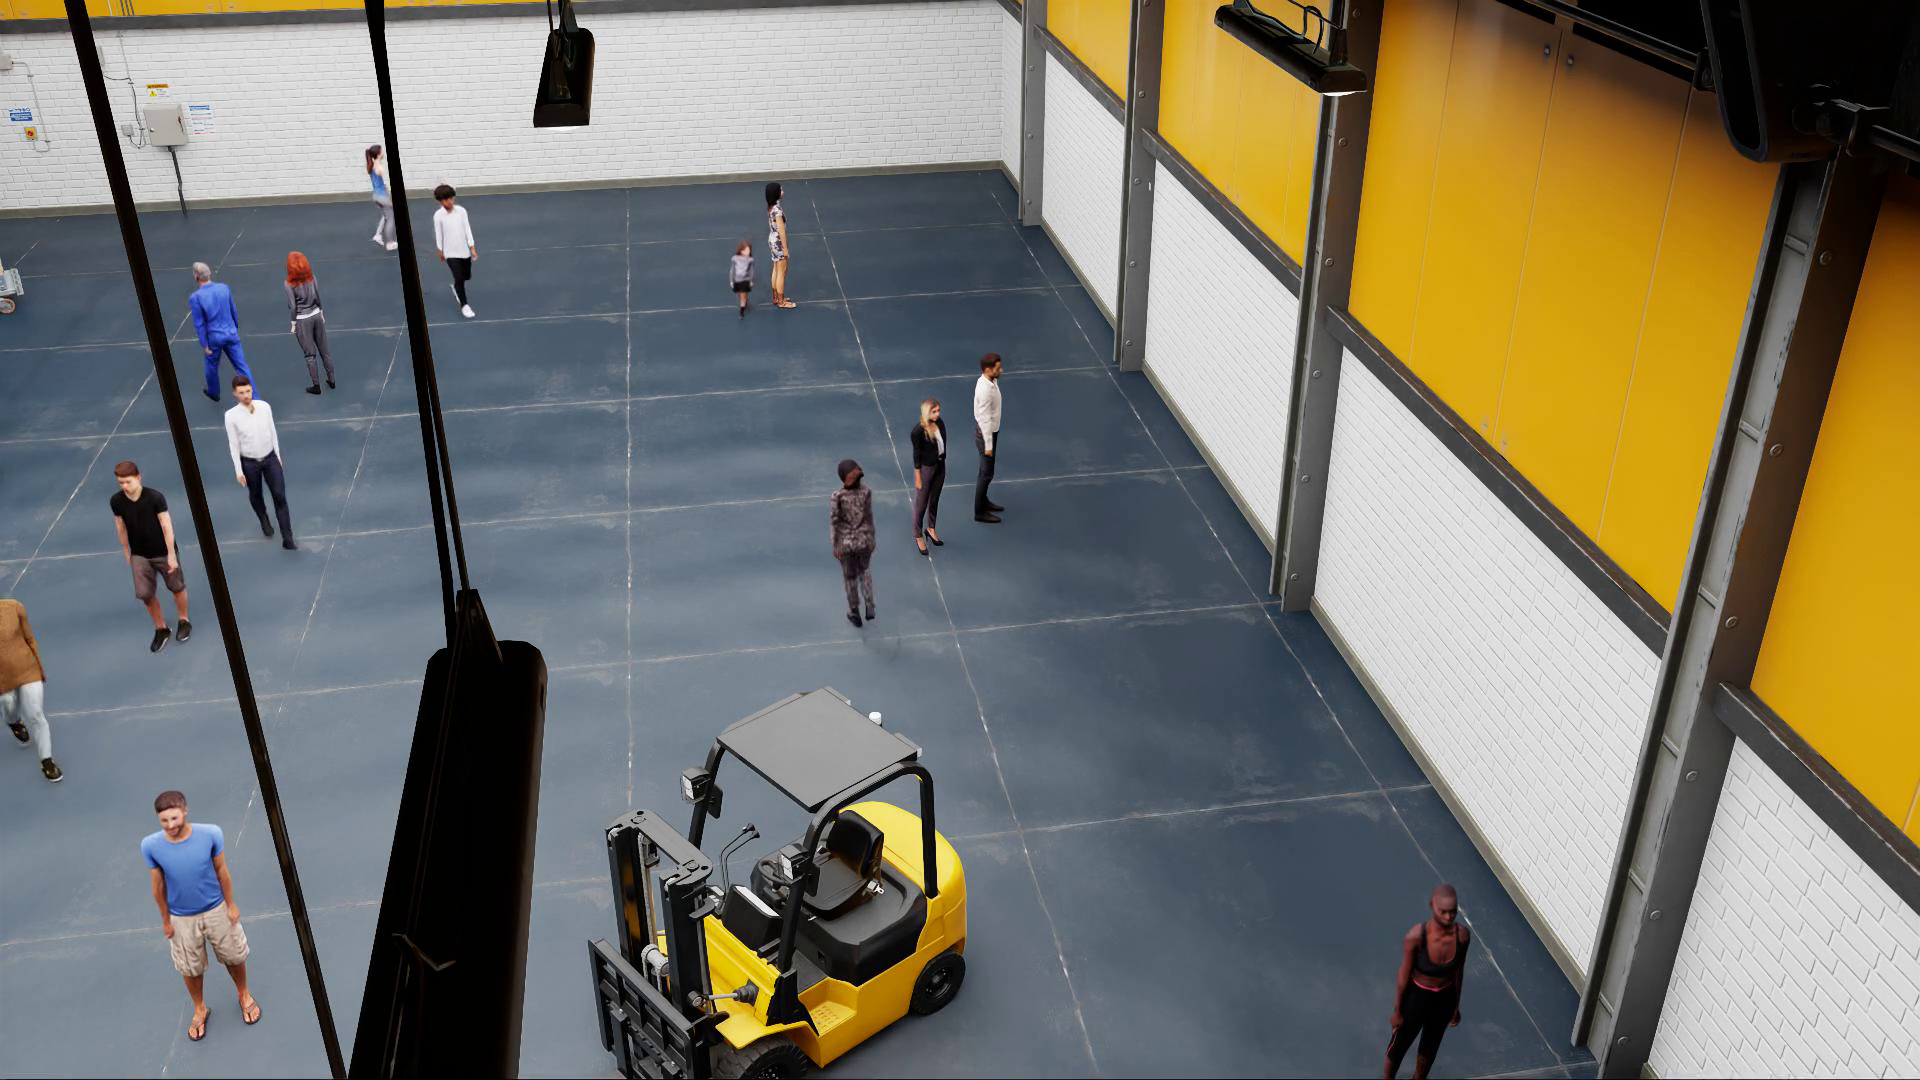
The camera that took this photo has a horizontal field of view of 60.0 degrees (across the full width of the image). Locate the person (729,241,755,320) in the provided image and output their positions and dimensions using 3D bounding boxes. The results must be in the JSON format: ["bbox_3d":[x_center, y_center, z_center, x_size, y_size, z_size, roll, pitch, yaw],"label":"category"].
[{"bbox_3d":[-2.960,-3.562,22.576,0.567,1.082,0.751,2,29,3],"label":"person"}]

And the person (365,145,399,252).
[{"bbox_3d":[-8.678,-5.088,24.835,0.741,1.598,0.800,21,35,34],"label":"person"}]

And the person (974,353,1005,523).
[{"bbox_3d":[0.267,-1.068,17.186,0.779,1.866,0.570,2,29,3],"label":"person"}]

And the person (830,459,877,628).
[{"bbox_3d":[-0.939,0.074,15.264,0.671,1.700,0.766,-12,31,-21],"label":"person"}]

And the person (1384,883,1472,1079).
[{"bbox_3d":[2.859,2.808,10.193,0.589,1.758,0.518,-4,29,-8],"label":"person"}]

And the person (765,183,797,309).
[{"bbox_3d":[-2.486,-4.041,22.775,0.695,1.733,0.535,-11,31,-20],"label":"person"}]

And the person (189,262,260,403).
[{"bbox_3d":[-8.662,-2.353,19.634,1.321,1.777,1.181,25,37,37],"label":"person"}]

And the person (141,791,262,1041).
[{"bbox_3d":[-4.971,2.392,10.846,0.705,1.863,0.648,-11,31,-20],"label":"person"}]

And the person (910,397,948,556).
[{"bbox_3d":[-0.319,-0.662,16.649,0.725,1.666,0.678,21,35,33],"label":"person"}]

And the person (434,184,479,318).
[{"bbox_3d":[-6.854,-3.956,22.559,0.947,1.789,1.150,-20,35,-33],"label":"person"}]

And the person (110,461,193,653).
[{"bbox_3d":[-7.301,0.060,15.141,0.685,1.843,0.715,-5,29,-9],"label":"person"}]

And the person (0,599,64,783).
[{"bbox_3d":[-7.641,1.054,13.372,1.011,1.792,1.207,-23,36,-36],"label":"person"}]

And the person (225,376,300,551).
[{"bbox_3d":[-7.097,-0.809,16.760,1.014,1.819,1.313,-19,34,-31],"label":"person"}]

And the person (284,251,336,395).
[{"bbox_3d":[-7.905,-2.642,20.162,0.695,1.779,0.646,20,35,32],"label":"person"}]
